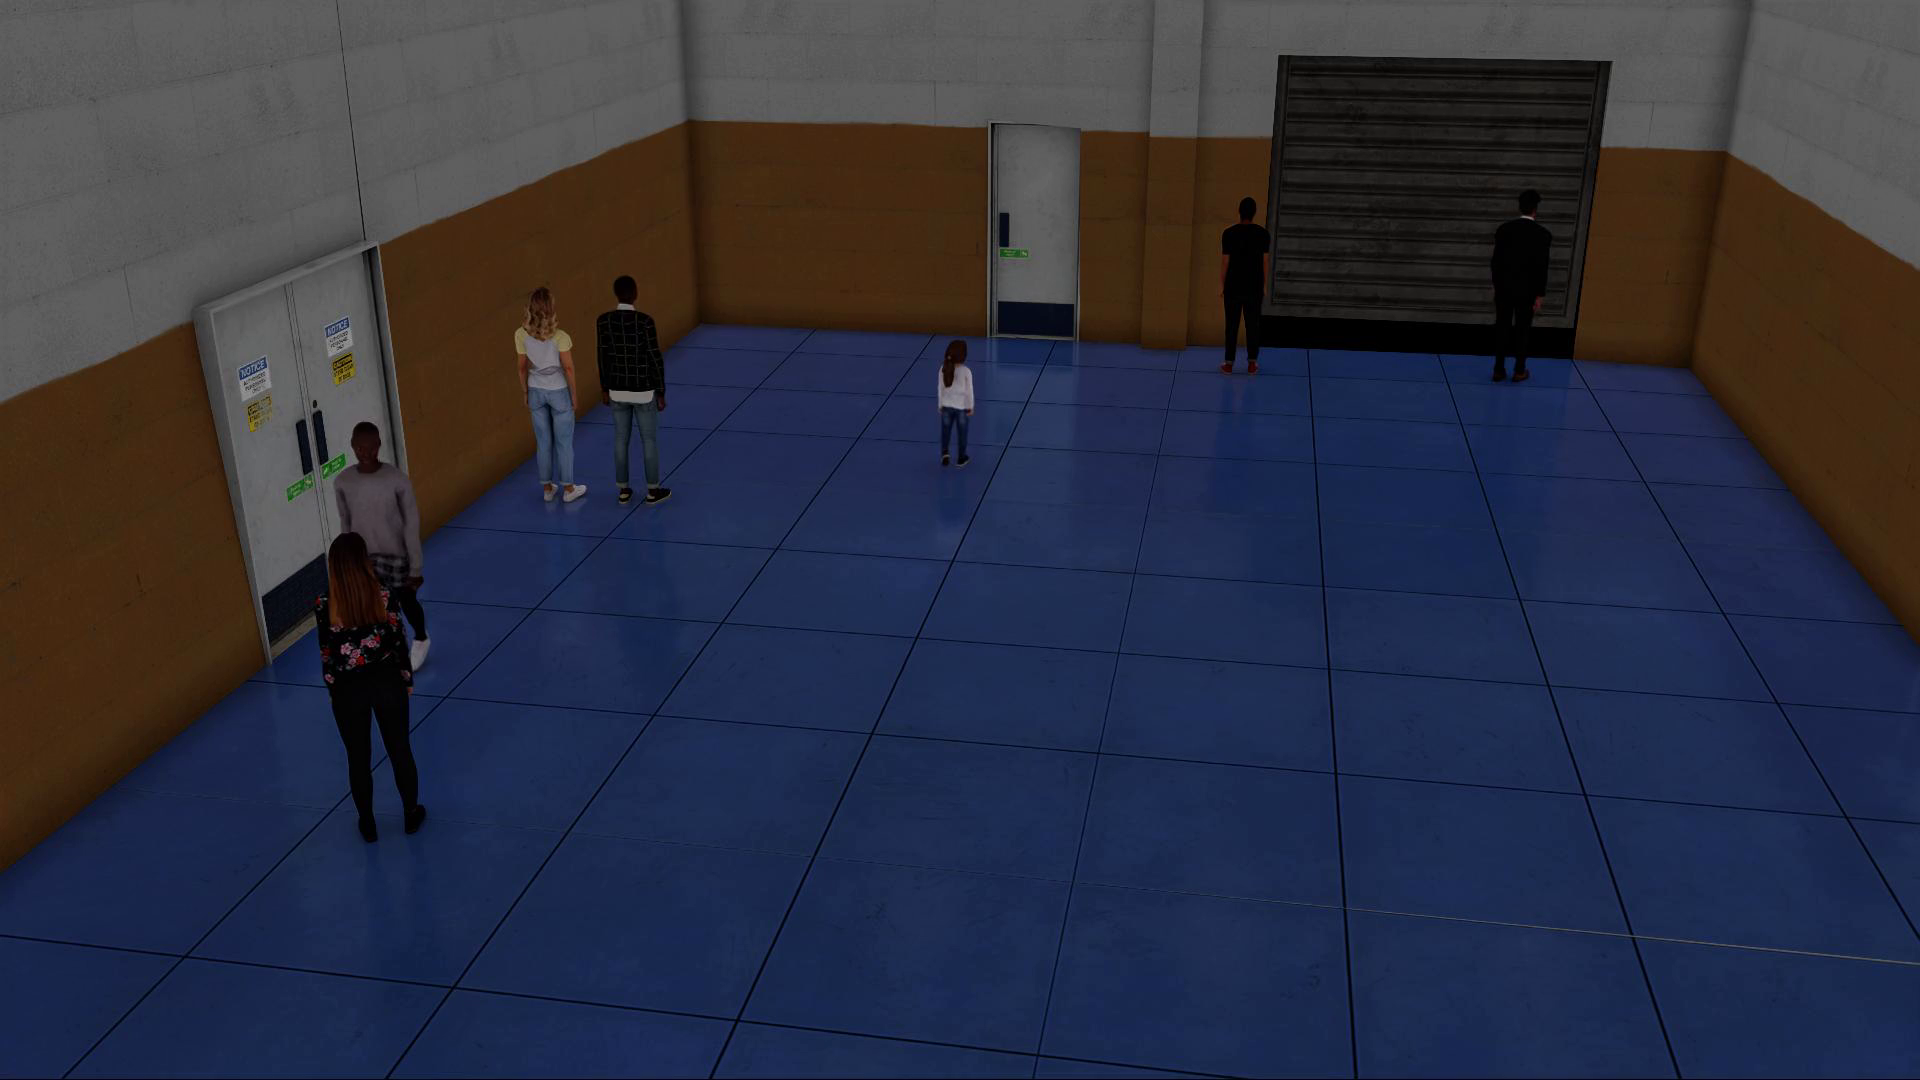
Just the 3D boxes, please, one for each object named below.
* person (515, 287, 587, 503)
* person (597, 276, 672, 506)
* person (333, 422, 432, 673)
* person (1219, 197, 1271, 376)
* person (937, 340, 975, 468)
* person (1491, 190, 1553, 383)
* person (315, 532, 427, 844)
[{"bbox_3d":[-3.217,-1.096,13.061,0.450,1.639,0.675,3,22,8],"label":"person"},{"bbox_3d":[-2.571,-1.169,13.020,0.490,1.821,0.734,3,22,7],"label":"person"},{"bbox_3d":[-3.434,0.088,10.004,1.203,1.737,0.954,-1,22,-1],"label":"person"},{"bbox_3d":[2.804,-2.504,16.426,0.532,1.758,0.705,2,22,4],"label":"person"},{"bbox_3d":[-0.052,-1.133,13.891,0.548,1.104,0.542,6,23,15],"label":"person"},{"bbox_3d":[5.354,-2.440,16.113,0.713,1.873,0.865,12,25,28],"label":"person"},{"bbox_3d":[-2.999,0.745,8.440,0.596,1.684,0.710,-7,23,-18],"label":"person"}]
